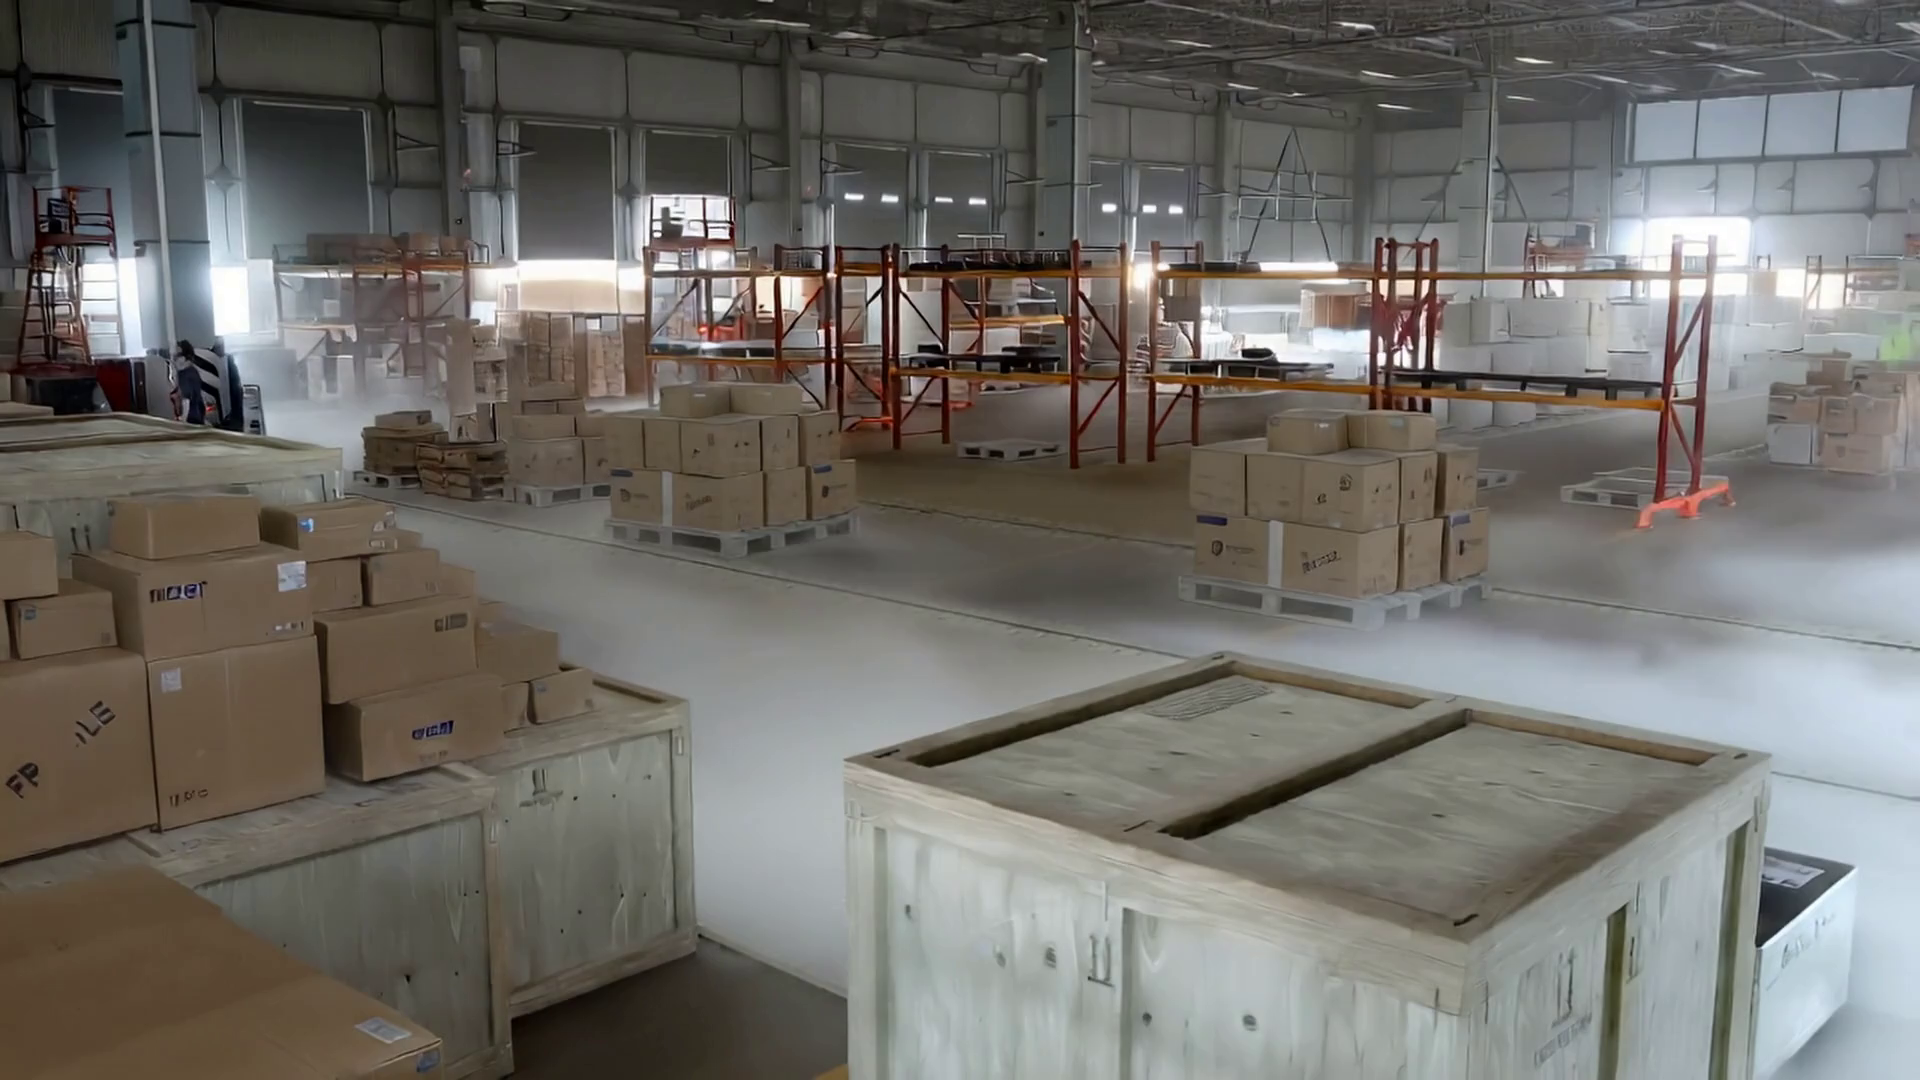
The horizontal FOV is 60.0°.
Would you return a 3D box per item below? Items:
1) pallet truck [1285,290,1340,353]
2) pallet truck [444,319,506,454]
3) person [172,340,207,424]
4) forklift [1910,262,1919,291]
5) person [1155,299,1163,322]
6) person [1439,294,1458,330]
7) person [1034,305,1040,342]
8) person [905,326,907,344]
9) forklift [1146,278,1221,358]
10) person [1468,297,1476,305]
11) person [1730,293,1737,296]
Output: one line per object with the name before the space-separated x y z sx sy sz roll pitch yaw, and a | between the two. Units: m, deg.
pallet truck | 11.297 -6.951 52.861 1.885 1.965 0.823 -5 11 -29
pallet truck | -6.981 -1.942 22.150 1.885 1.965 0.823 1 9 9
person | -8.576 -1.284 18.503 0.334 1.873 0.521 -1 9 -4
forklift | 23.822 -5.449 40.955 1.129 2.768 1.873 -2 9 -13
person | 6.630 -7.298 56.097 0.314 1.636 0.515 -9 13 -42
person | 15.453 -6.849 52.644 0.617 1.883 1.077 4 10 25
person | 1.888 -5.136 42.531 0.428 1.734 0.493 1 9 8
person | -1.146 -5.070 41.744 0.601 1.861 0.793 8 12 41
forklift | 6.364 -6.425 46.939 1.873 2.768 1.129 9 13 43
person | 12.944 -5.159 42.056 0.627 1.941 0.371 -2 10 -15
person | 25.273 -7.151 54.462 0.378 1.889 0.701 6 11 34
